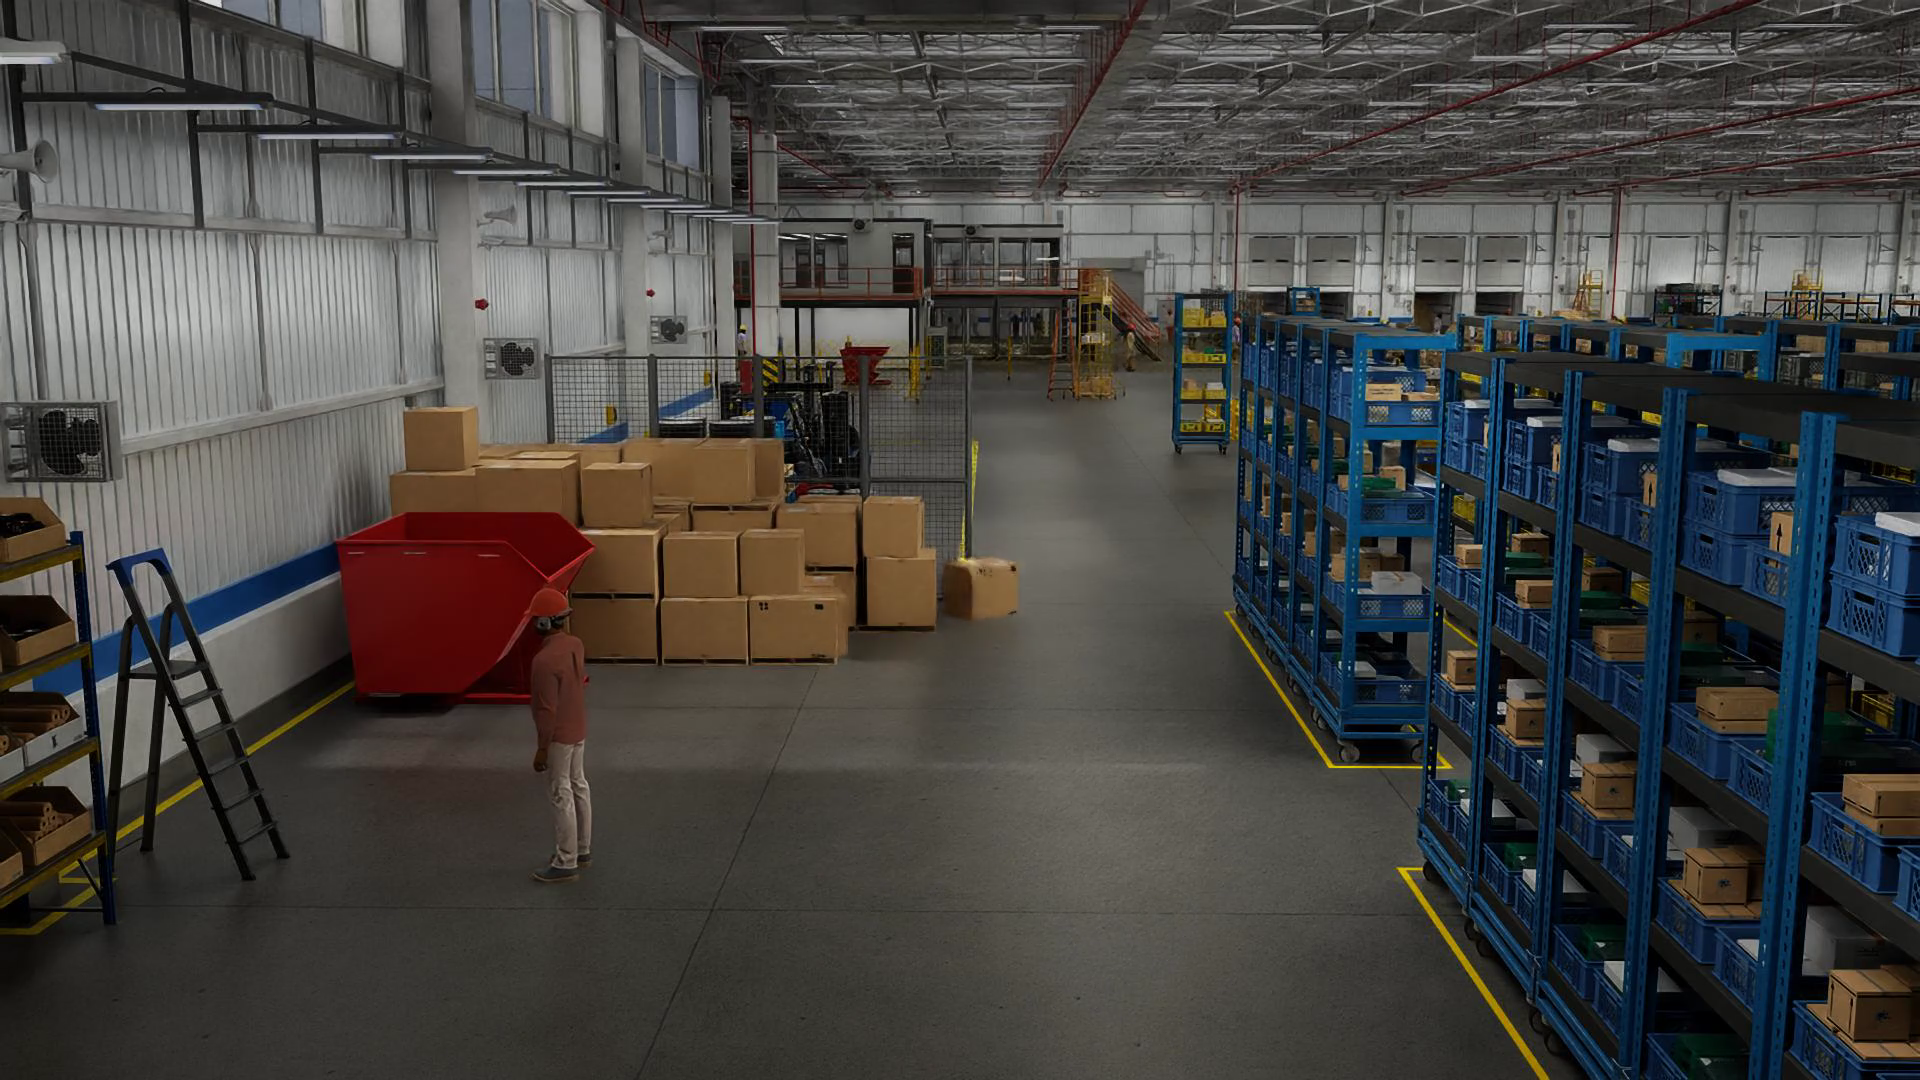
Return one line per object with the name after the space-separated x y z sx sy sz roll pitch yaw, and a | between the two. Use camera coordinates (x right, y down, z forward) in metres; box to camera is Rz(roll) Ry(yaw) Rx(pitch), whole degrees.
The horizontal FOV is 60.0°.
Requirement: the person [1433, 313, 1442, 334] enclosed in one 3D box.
25.869 -11.439 90.437 0.641 1.813 0.645 5 10 26 | person

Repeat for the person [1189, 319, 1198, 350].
12.025 -10.723 85.678 0.547 1.919 0.669 -5 11 -29 | person

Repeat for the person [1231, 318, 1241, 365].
12.088 -8.684 72.737 0.392 2.033 0.605 -1 9 -5 | person

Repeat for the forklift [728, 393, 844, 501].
-2.979 -1.316 26.476 2.680 1.987 1.157 0 9 1 | forklift

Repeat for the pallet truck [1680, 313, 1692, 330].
36.315 -10.531 84.244 0.823 1.965 1.885 -6 11 -33 | pallet truck

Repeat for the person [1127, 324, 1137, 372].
6.983 -7.785 67.528 0.419 1.920 0.586 -2 9 -12 | person

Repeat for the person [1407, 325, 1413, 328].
17.209 -7.231 63.754 0.772 2.000 0.726 0 9 3 | person

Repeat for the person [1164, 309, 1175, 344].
11.712 -11.956 93.114 0.617 1.965 0.724 5 10 27 | person

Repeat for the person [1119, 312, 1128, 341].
9.557 -12.378 96.577 0.439 1.681 0.548 -2 9 -12 | person

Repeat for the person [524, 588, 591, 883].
-2.715 1.309 11.210 0.391 1.995 0.613 2 9 11 | person

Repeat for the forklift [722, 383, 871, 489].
-2.893 -1.687 28.729 2.680 1.987 1.157 0 9 -1 | forklift

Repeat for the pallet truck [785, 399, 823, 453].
-3.814 -2.432 36.419 1.630 1.274 0.653 0 9 1 | pallet truck

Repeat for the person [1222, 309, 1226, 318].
15.374 -12.476 96.483 0.441 1.909 0.617 6 11 31 | person

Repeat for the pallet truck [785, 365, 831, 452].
-3.774 -2.976 37.635 1.885 1.965 0.823 1 9 5 | pallet truck

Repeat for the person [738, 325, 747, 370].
-8.700 -7.651 66.694 0.378 1.925 0.594 -6 11 -31 | person

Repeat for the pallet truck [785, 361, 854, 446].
-3.410 -3.193 38.978 1.885 1.965 0.823 0 9 -1 | pallet truck

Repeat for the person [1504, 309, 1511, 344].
29.761 -11.518 90.337 0.385 1.994 0.613 -2 9 -14 | person

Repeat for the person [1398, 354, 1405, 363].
11.946 -4.100 44.977 0.535 1.865 0.312 -5 10 -27 | person

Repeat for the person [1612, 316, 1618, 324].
32.551 -10.256 83.020 0.509 1.844 0.551 -1 9 -4 | person

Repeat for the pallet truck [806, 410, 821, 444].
-3.559 -2.018 33.905 1.522 1.261 0.704 0 9 -1 | pallet truck

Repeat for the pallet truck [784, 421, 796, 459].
-4.013 -1.793 32.705 1.601 1.201 0.680 0 9 1 | pallet truck

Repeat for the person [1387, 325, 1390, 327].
17.391 -7.770 67.487 0.952 1.910 0.634 5 10 26 | person
